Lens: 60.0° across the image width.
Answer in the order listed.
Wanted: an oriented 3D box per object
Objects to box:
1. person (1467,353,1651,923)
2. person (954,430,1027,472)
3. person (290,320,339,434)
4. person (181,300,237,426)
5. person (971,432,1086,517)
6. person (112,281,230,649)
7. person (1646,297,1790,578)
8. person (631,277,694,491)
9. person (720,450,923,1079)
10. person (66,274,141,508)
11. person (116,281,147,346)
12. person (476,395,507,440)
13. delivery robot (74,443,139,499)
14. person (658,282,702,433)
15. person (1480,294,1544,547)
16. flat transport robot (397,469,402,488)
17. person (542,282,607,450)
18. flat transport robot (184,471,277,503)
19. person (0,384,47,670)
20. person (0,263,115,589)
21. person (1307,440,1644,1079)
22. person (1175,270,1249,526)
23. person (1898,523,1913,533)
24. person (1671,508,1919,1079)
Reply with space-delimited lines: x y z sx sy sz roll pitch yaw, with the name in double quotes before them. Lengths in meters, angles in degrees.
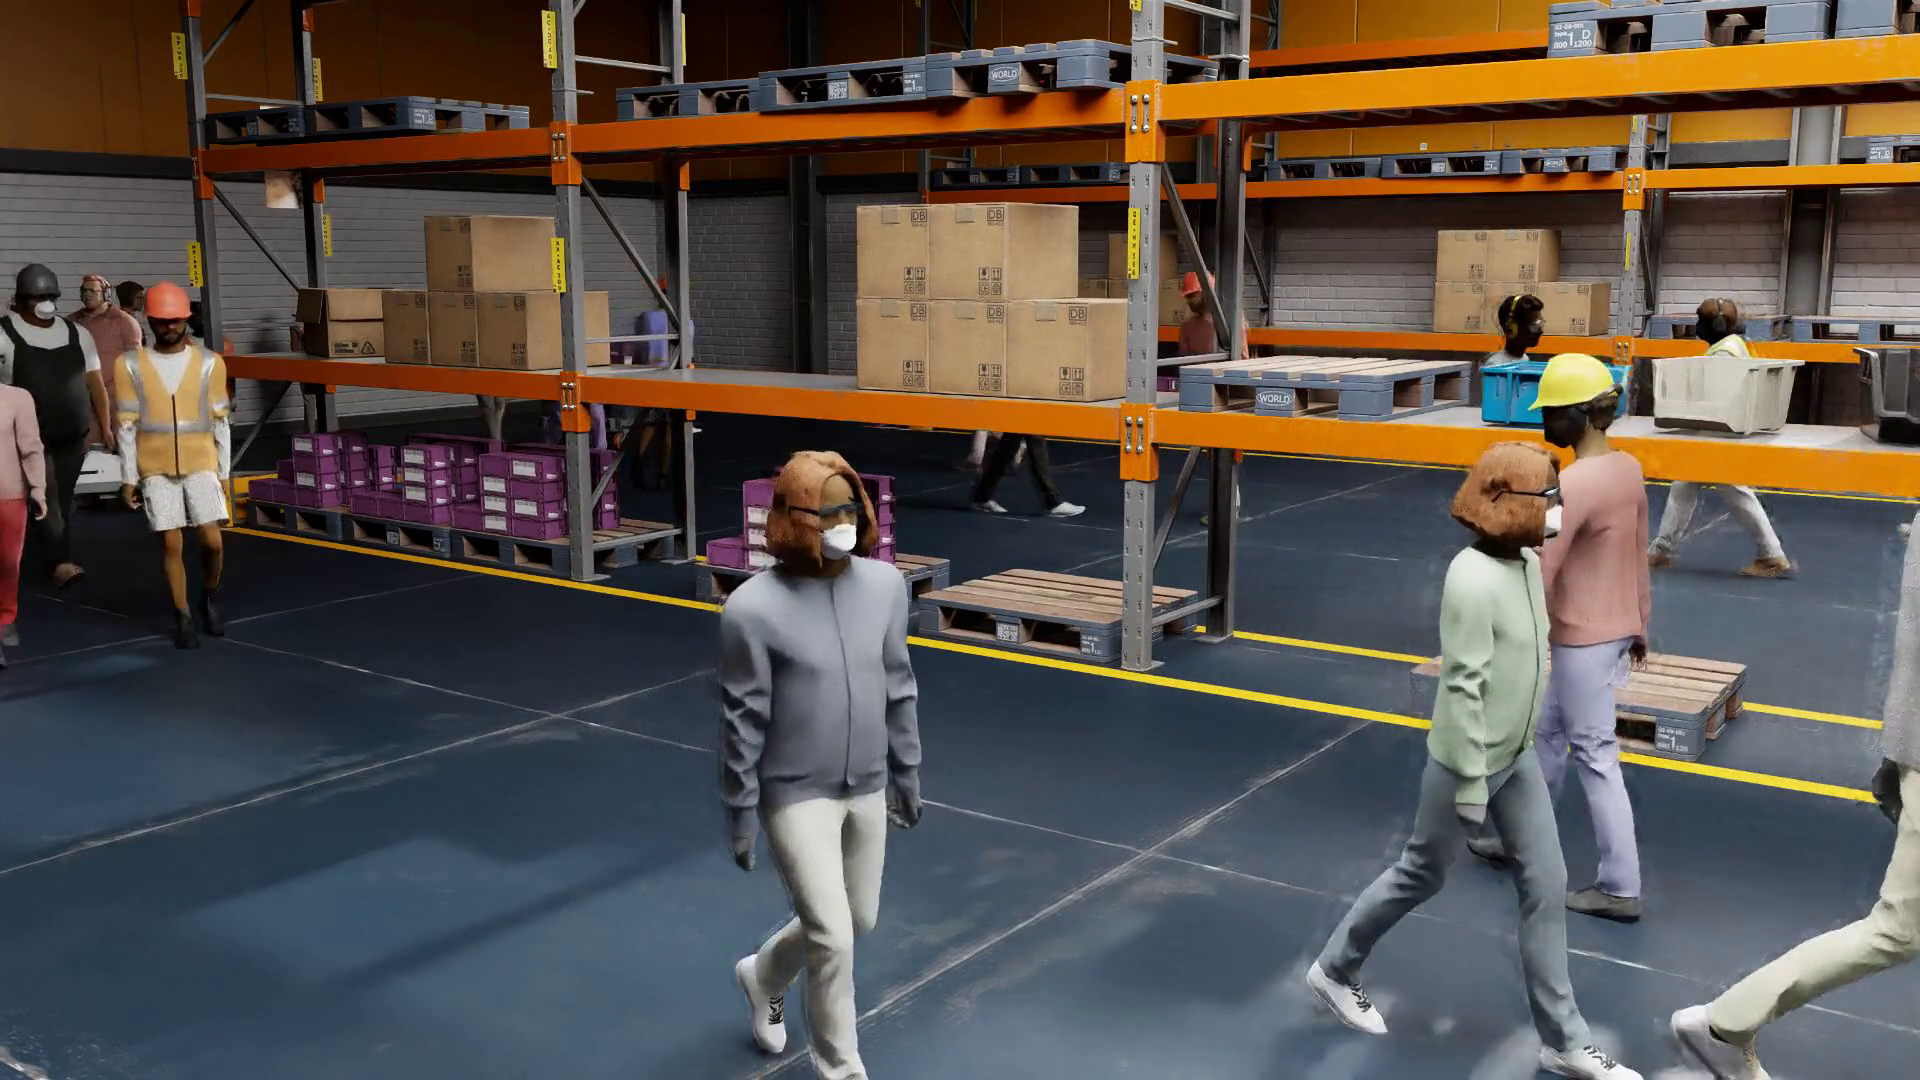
"person" 1.847 0.289 5.209 0.545 1.731 0.781 -9 13 -44
"person" 0.286 -1.589 15.698 0.794 1.976 0.613 5 11 30
"person" -7.247 -1.927 18.712 0.514 1.640 0.310 -4 10 -23
"person" -6.611 -1.250 14.566 0.539 1.685 0.341 -4 10 -20
"person" 0.507 -1.116 13.210 0.929 1.870 0.597 2 10 12
"person" -4.072 -0.376 8.652 0.549 1.922 0.402 -5 11 -26
"person" 4.886 -0.654 10.683 0.968 1.800 0.627 3 10 20
"person" -2.609 -1.349 14.493 0.598 1.898 0.662 3 10 15
"person" -0.347 0.577 3.884 0.507 1.605 0.714 -8 13 -40
"person" -7.047 -1.212 13.644 0.643 1.912 0.407 0 10 -2
"person" -7.638 -1.454 15.346 0.550 1.837 0.354 9 13 42
"person" -4.822 -1.632 17.051 0.549 1.585 0.828 -4 10 -22
"delivery robot" -6.922 -0.538 13.382 0.707 0.478 0.477 -6 11 -33
"person" -3.318 -2.220 19.592 0.371 1.929 0.584 -8 12 -40
"person" 2.907 -0.384 8.889 0.455 1.852 0.543 7 12 34
"flat transport robot" -4.606 -0.498 14.262 1.431 0.197 0.652 -3 10 -20
"person" -3.695 -1.544 15.812 0.651 1.856 0.875 -8 13 -41
"flat transport robot" -6.009 -0.444 13.944 1.431 0.197 0.652 -3 10 -16
"person" -4.936 -0.237 8.430 0.525 1.723 0.938 -7 12 -36
"person" -5.600 -0.719 10.321 0.957 2.000 0.710 7 12 37
"person" 1.276 0.535 4.167 0.844 1.597 0.517 8 12 38
"person" 1.941 -1.091 12.791 0.728 1.948 0.621 -7 12 -36
"person" 7.400 -0.940 12.167 0.719 1.867 0.579 2 10 13
"person" 2.151 0.497 3.742 0.900 1.835 0.544 5 11 25
